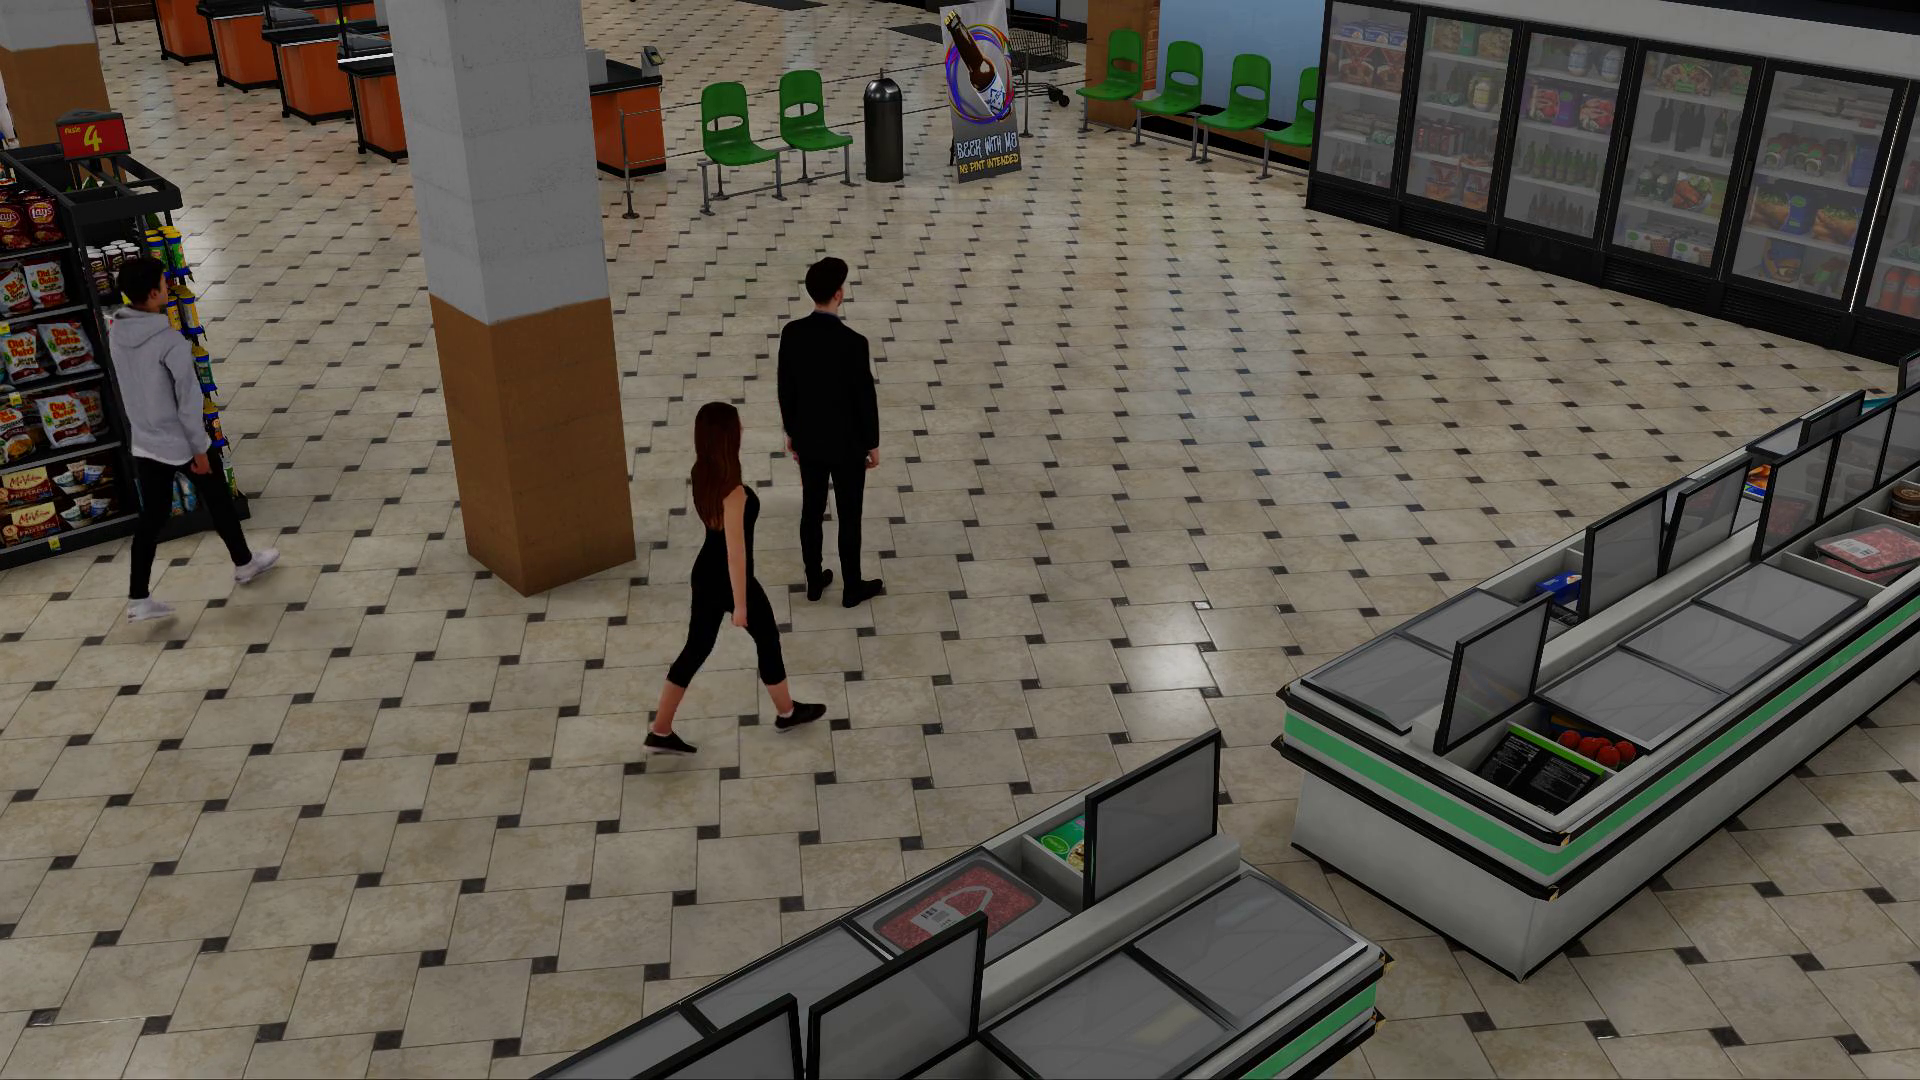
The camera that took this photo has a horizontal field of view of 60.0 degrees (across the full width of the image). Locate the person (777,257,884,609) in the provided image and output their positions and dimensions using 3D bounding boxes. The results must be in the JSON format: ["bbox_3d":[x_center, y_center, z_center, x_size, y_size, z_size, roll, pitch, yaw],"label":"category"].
[{"bbox_3d":[-0.675,-0.542,8.631,0.786,1.893,0.769,11,29,21],"label":"person"}]

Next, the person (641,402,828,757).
[{"bbox_3d":[-1.121,0.228,7.335,1.146,1.690,0.633,-18,32,-32],"label":"person"}]

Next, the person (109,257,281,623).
[{"bbox_3d":[-4.109,-0.467,8.484,1.109,1.890,1.310,8,28,16],"label":"person"}]
